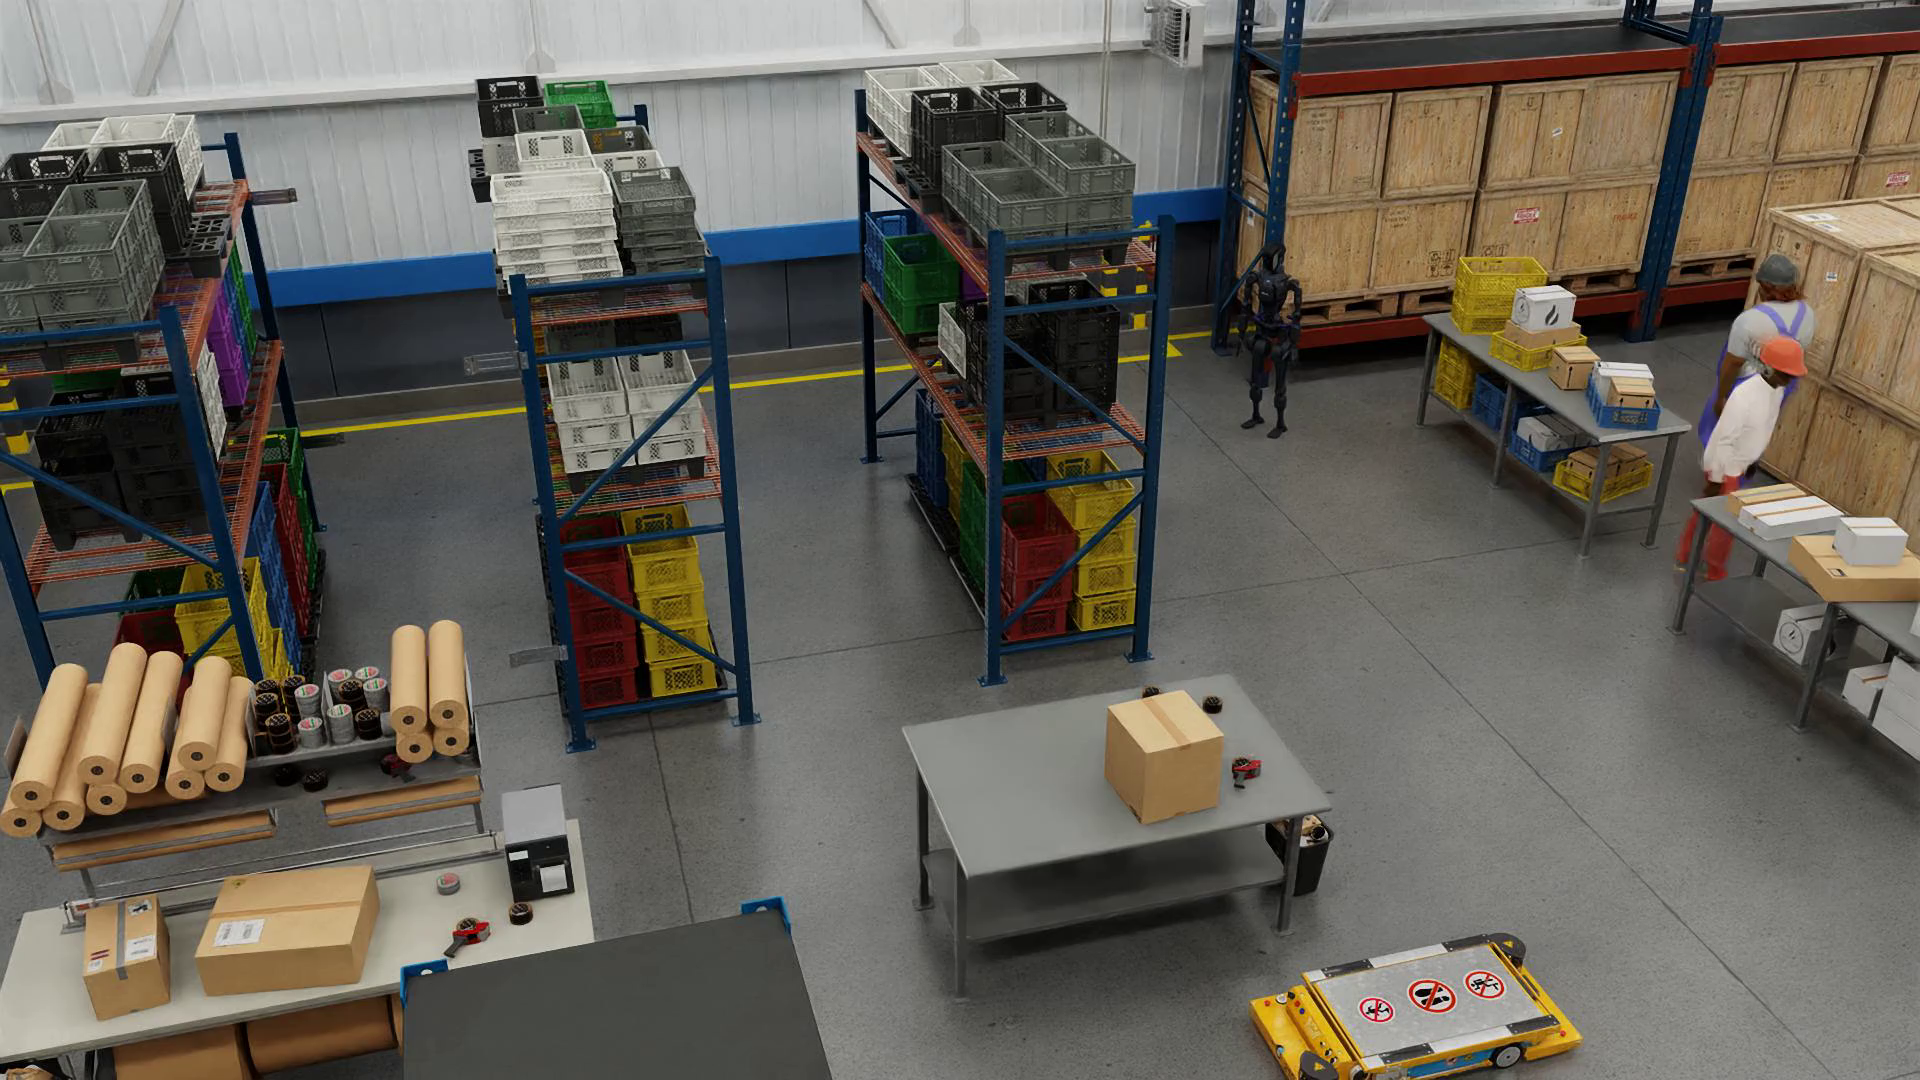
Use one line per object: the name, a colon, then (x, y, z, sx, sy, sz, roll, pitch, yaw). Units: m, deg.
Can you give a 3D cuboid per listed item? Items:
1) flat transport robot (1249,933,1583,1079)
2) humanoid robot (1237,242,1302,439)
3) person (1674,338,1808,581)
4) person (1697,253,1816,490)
flat transport robot: (2.184, 2.282, 7.980, 1.431, 0.197, 0.652, -8, 30, -14)
humanoid robot: (2.559, -1.655, 13.708, 0.589, 1.648, 0.333, 22, 36, 34)
person: (5.314, -0.486, 11.311, 0.693, 1.952, 0.614, 26, 38, 38)
person: (5.927, -1.173, 12.459, 0.701, 2.000, 0.549, -8, 30, -13)
